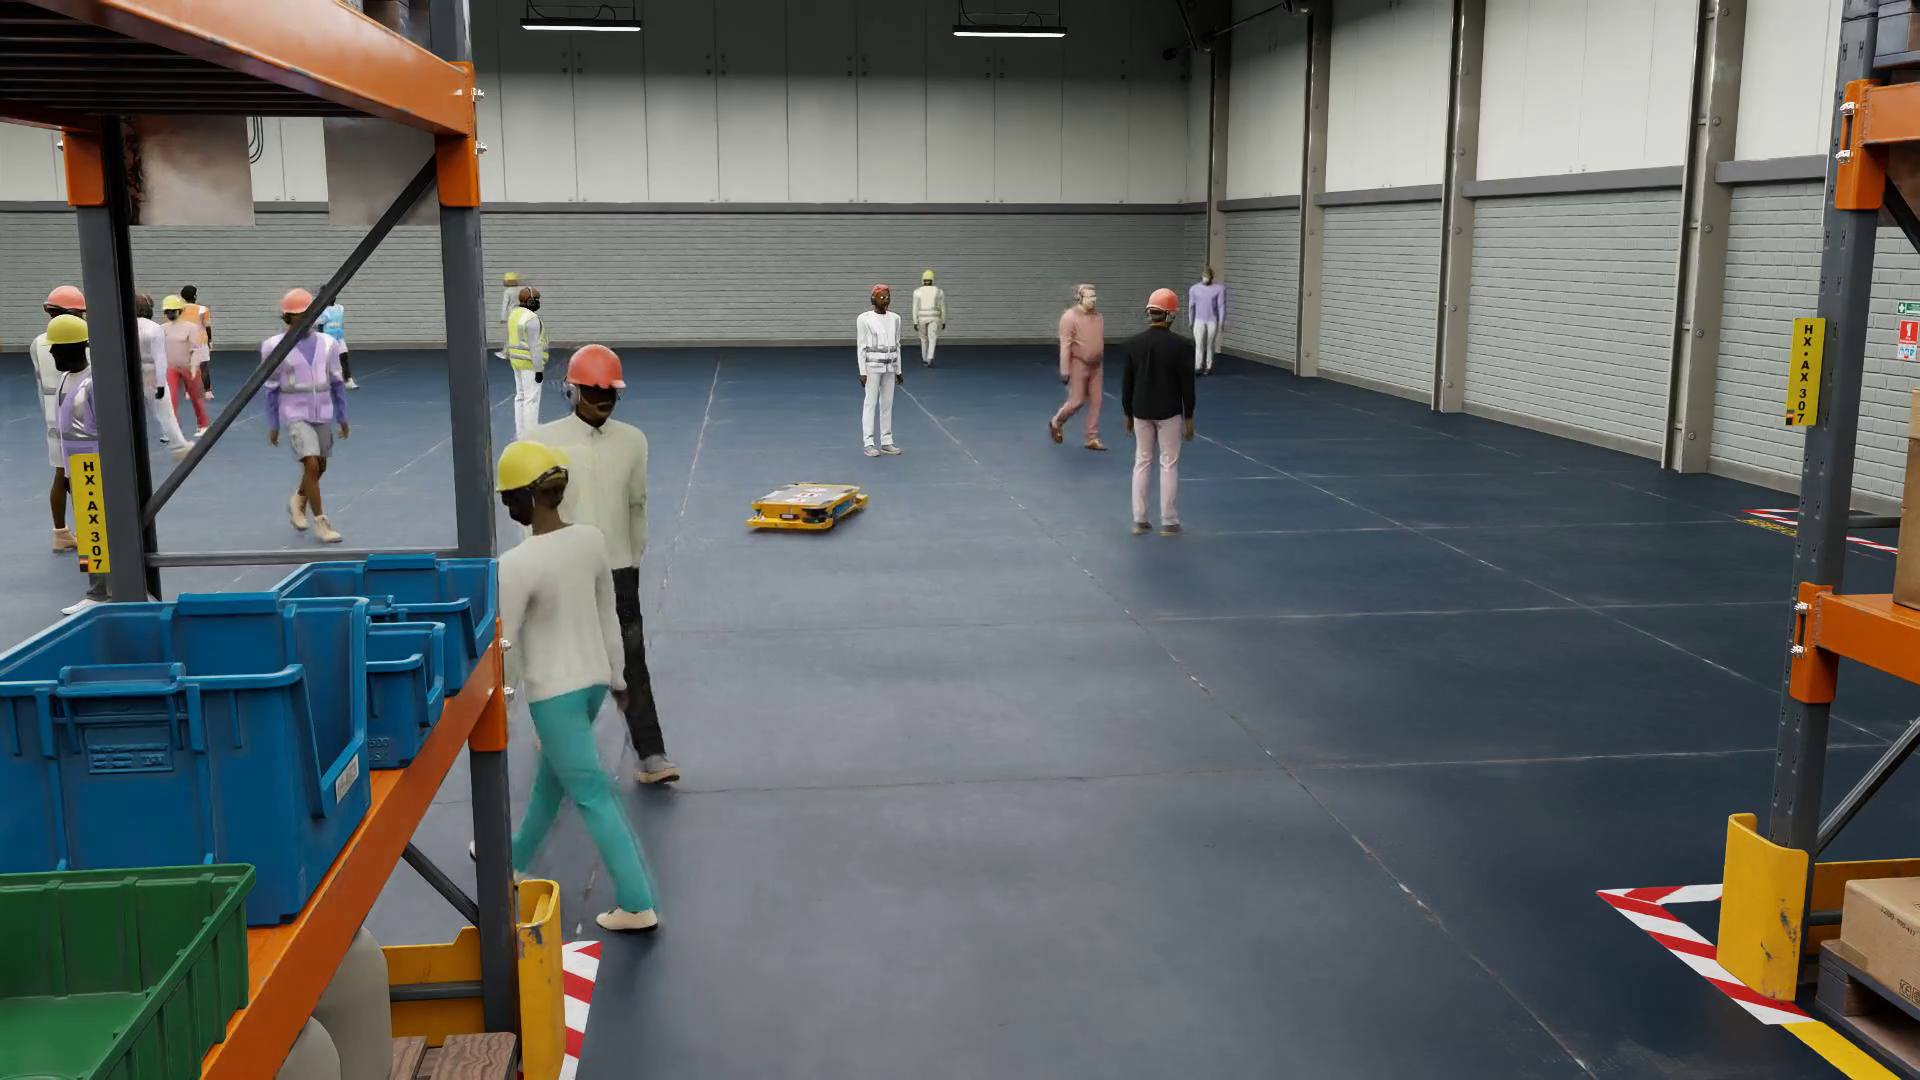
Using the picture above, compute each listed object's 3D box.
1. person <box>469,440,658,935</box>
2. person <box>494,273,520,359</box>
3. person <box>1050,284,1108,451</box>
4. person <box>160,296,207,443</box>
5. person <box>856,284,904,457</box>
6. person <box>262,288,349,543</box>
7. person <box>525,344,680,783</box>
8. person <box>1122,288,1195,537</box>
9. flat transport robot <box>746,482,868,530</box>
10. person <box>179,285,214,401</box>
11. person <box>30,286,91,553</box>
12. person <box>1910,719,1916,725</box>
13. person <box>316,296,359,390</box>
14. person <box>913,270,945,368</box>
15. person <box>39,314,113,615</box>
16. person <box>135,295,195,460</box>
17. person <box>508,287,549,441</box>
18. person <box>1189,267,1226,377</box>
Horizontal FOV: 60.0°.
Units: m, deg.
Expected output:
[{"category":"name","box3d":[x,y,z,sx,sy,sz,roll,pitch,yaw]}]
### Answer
[{"category":"person","box3d":[-1.436,0.507,5.782,0.937,1.702,0.537,5,11,25]},{"category":"person","box3d":[-8.745,-4.322,32.274,0.877,1.694,0.511,3,11,18]},{"category":"person","box3d":[1.371,-1.961,18.854,0.646,1.886,0.686,-8,13,-38]},{"category":"person","box3d":[-9.244,-2.039,19.739,0.521,1.717,0.926,0,10,-2]},{"category":"person","box3d":[-0.873,-1.865,18.333,0.576,1.882,0.355,-8,13,-39]},{"category":"person","box3d":[-5.250,-1.010,13.309,0.957,2.011,0.618,10,14,43]},{"category":"person","box3d":[-1.655,0.102,7.418,0.629,1.941,1.045,-7,12,-33]},{"category":"person","box3d":[1.614,-1.027,13.427,0.621,1.992,0.396,7,12,33]},{"category":"flat transport robot","box3d":[-1.282,-0.301,14.177,0.652,0.197,1.431,2,11,12]},{"category":"person","box3d":[-11.302,-2.902,24.517,0.540,1.698,0.317,-4,11,-21]},{"category":"person","box3d":[-6.715,-0.901,12.631,0.605,2.035,0.401,5,11,24]},{"category":"person","box3d":[4.801,0.212,7.680,0.752,1.597,0.530,8,13,36]},{"category":"person","box3d":[-9.937,-3.195,26.259,0.883,1.652,0.545,6,12,30]},{"category":"person","box3d":[-0.576,-4.087,30.787,0.594,1.799,0.925,0,10,2]},{"category":"person","box3d":[-5.487,-0.449,10.446,0.595,1.923,0.364,9,14,40]},{"category":"person","box3d":[-8.610,-1.699,17.662,0.624,1.791,0.954,2,10,9]},{"category":"person","box3d":[-4.946,-1.985,19.140,0.430,1.836,0.628,-8,13,-36]},{"category":"person","box3d":[4.254,-3.752,28.675,0.651,1.884,1.012,3,11,14]}]
